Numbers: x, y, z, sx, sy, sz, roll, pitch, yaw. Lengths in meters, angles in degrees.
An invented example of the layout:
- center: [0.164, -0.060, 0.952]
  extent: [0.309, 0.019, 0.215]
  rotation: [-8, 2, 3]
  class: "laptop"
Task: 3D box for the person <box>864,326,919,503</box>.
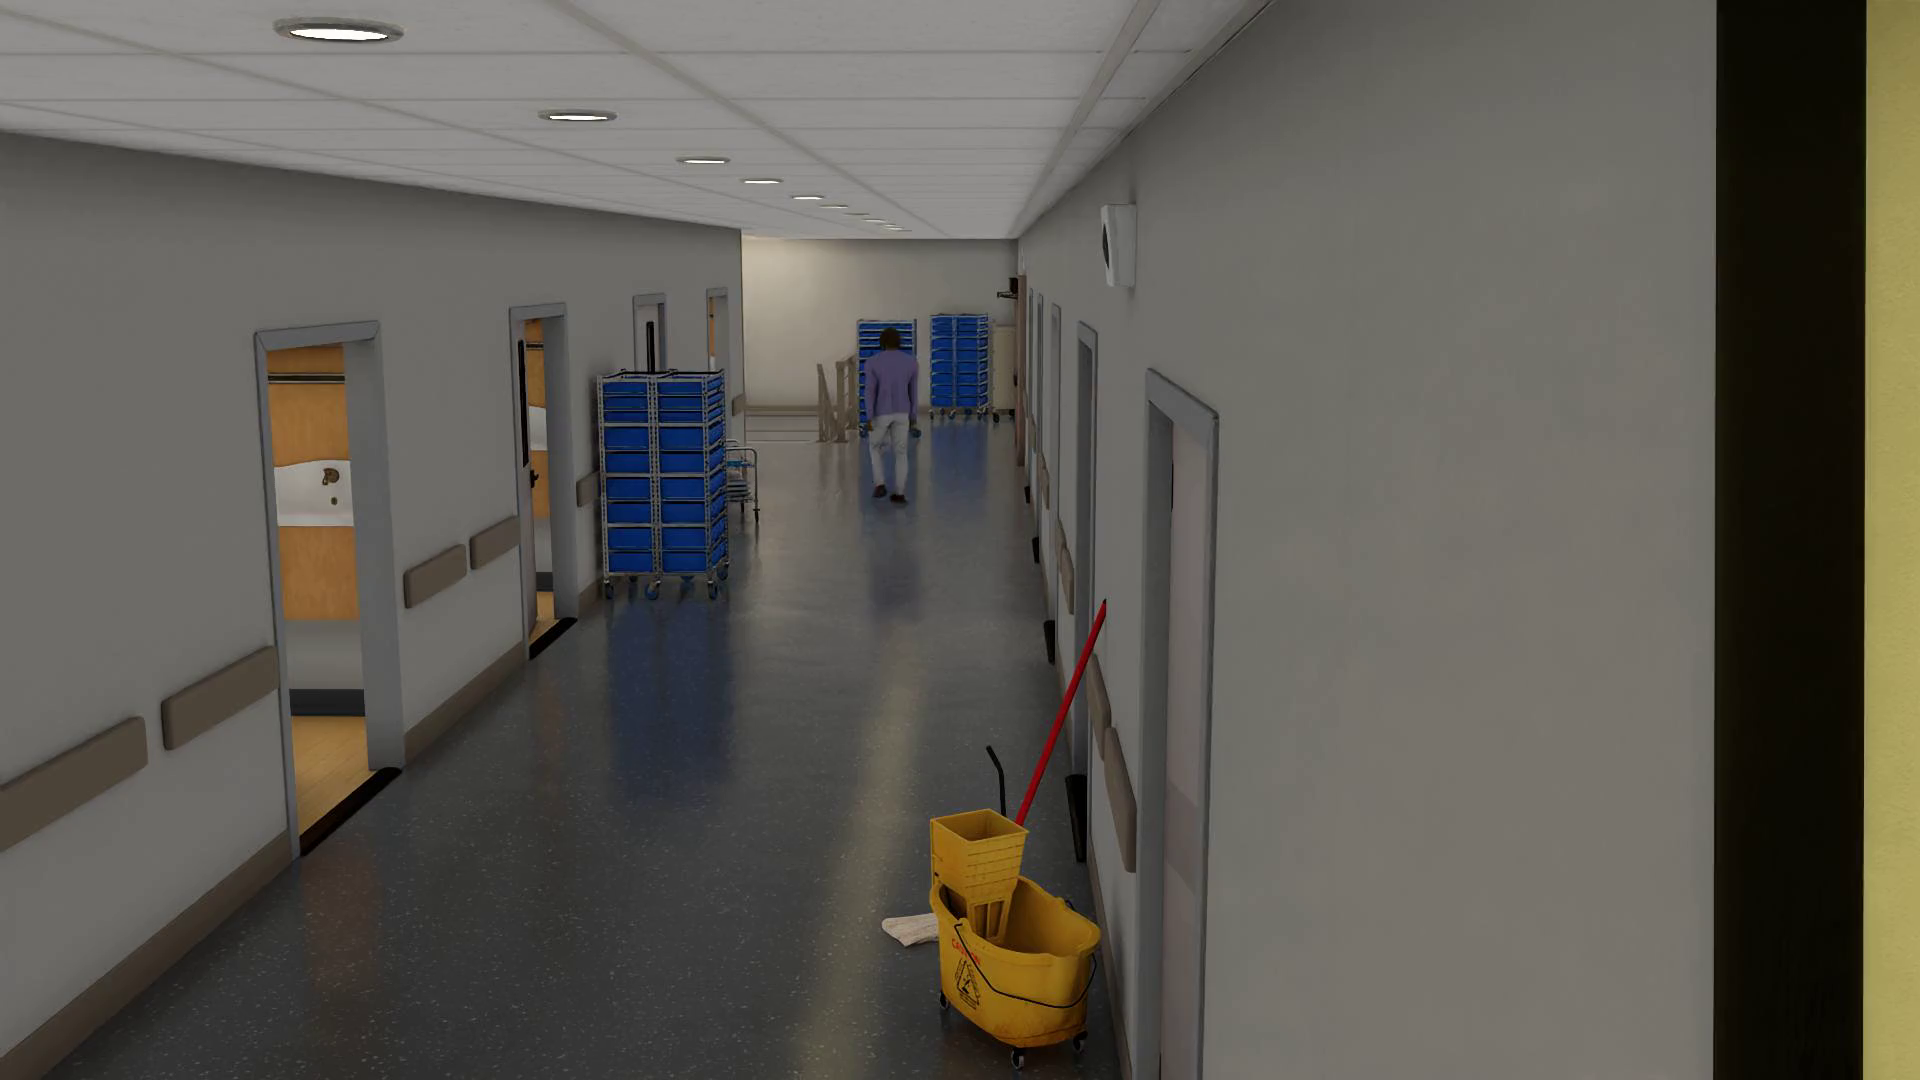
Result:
- center: [-0.758, -1.367, 18.203]
  extent: [0.629, 1.921, 0.562]
  rotation: [-3, 10, -17]
  class: "person"
